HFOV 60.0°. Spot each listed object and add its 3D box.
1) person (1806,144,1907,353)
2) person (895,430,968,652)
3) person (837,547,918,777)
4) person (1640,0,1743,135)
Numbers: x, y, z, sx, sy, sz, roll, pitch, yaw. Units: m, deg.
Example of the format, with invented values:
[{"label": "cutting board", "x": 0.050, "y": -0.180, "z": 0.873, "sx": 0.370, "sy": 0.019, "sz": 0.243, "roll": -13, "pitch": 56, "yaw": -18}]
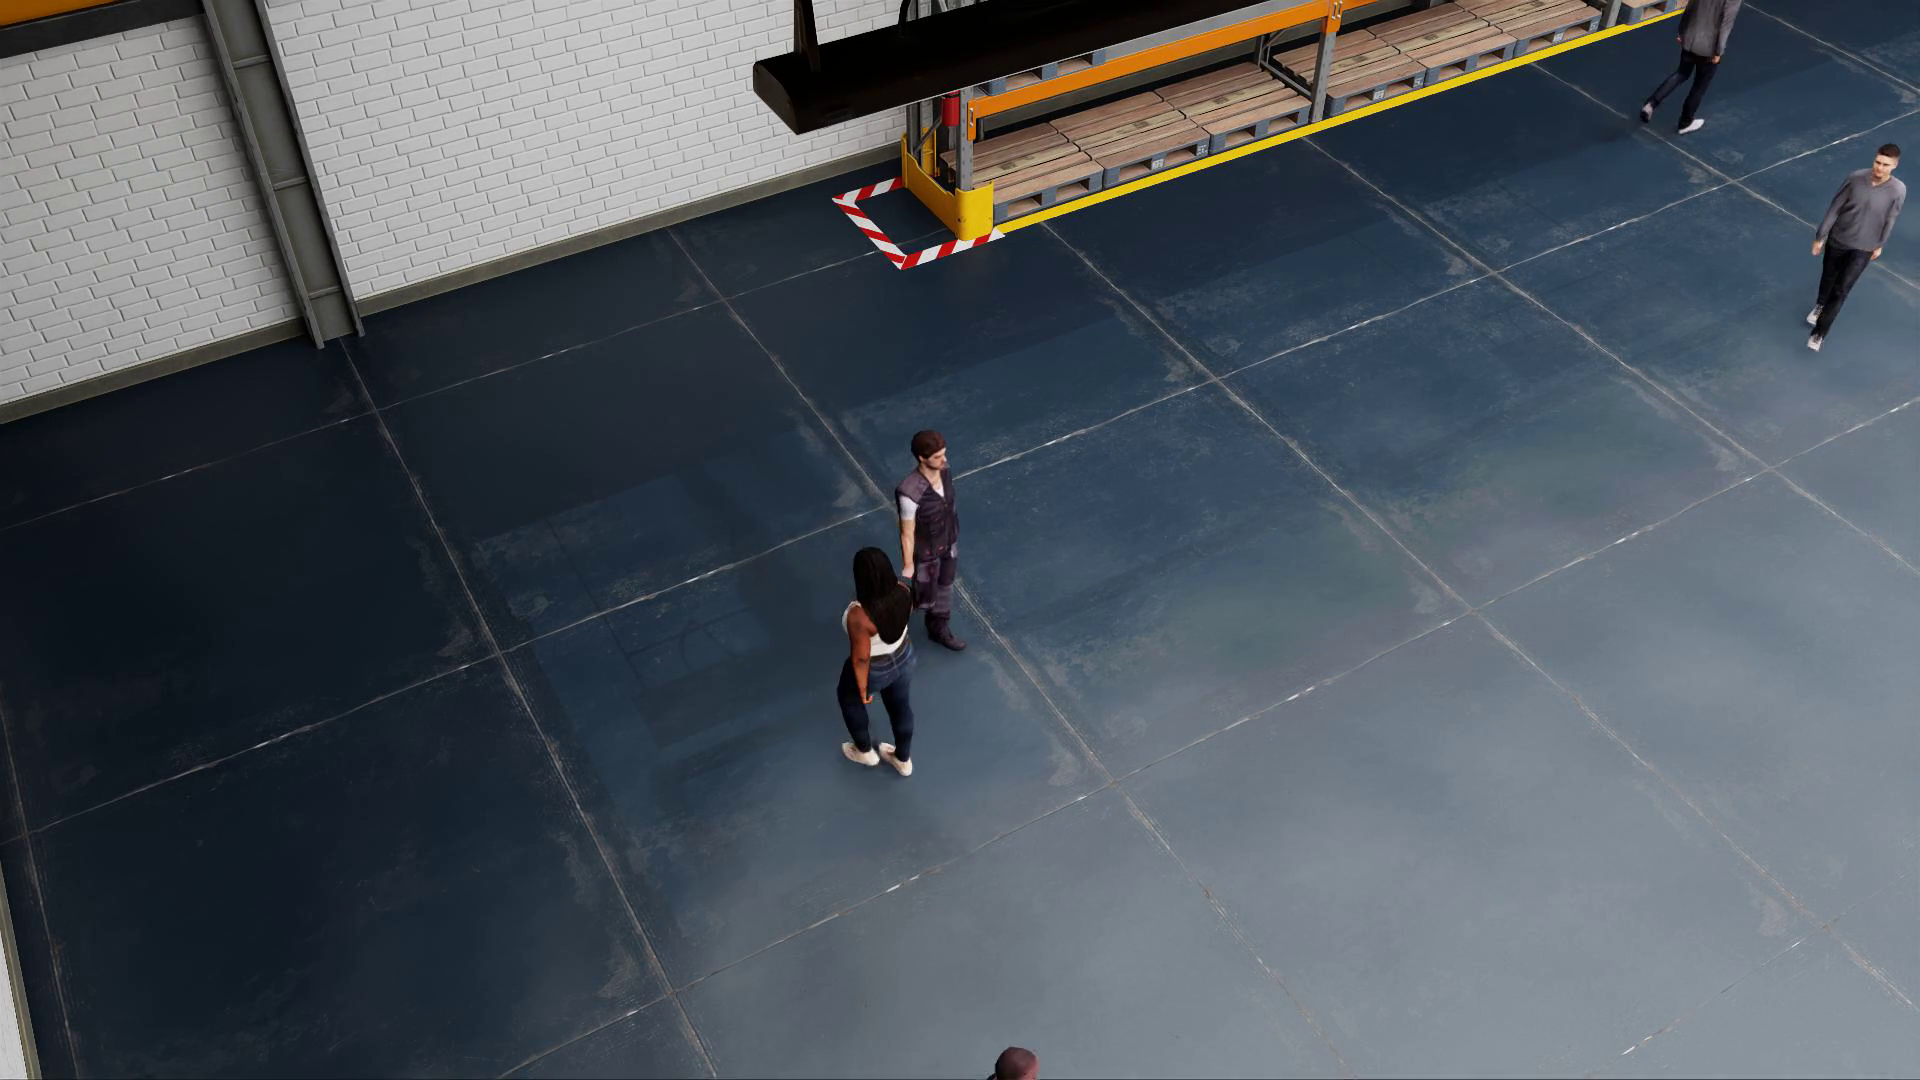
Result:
[{"label": "person", "x": 7.177, "y": -2.416, "z": 13.365, "sx": 0.922, "sy": 1.719, "sz": 1.173, "roll": 27, "pitch": 50, "yaw": 26}, {"label": "person", "x": -0.279, "y": -0.007, "z": 10.749, "sx": 0.972, "sy": 1.838, "sz": 0.984, "roll": 22, "pitch": 48, "yaw": 21}, {"label": "person", "x": -0.404, "y": 0.800, "z": 9.934, "sx": 0.634, "sy": 1.795, "sz": 0.709, "roll": -28, "pitch": 50, "yaw": -26}, {"label": "person", "x": 6.904, "y": -4.641, "z": 15.601, "sx": 0.953, "sy": 1.856, "sz": 0.715, "roll": -19, "pitch": 47, "yaw": -19}]
